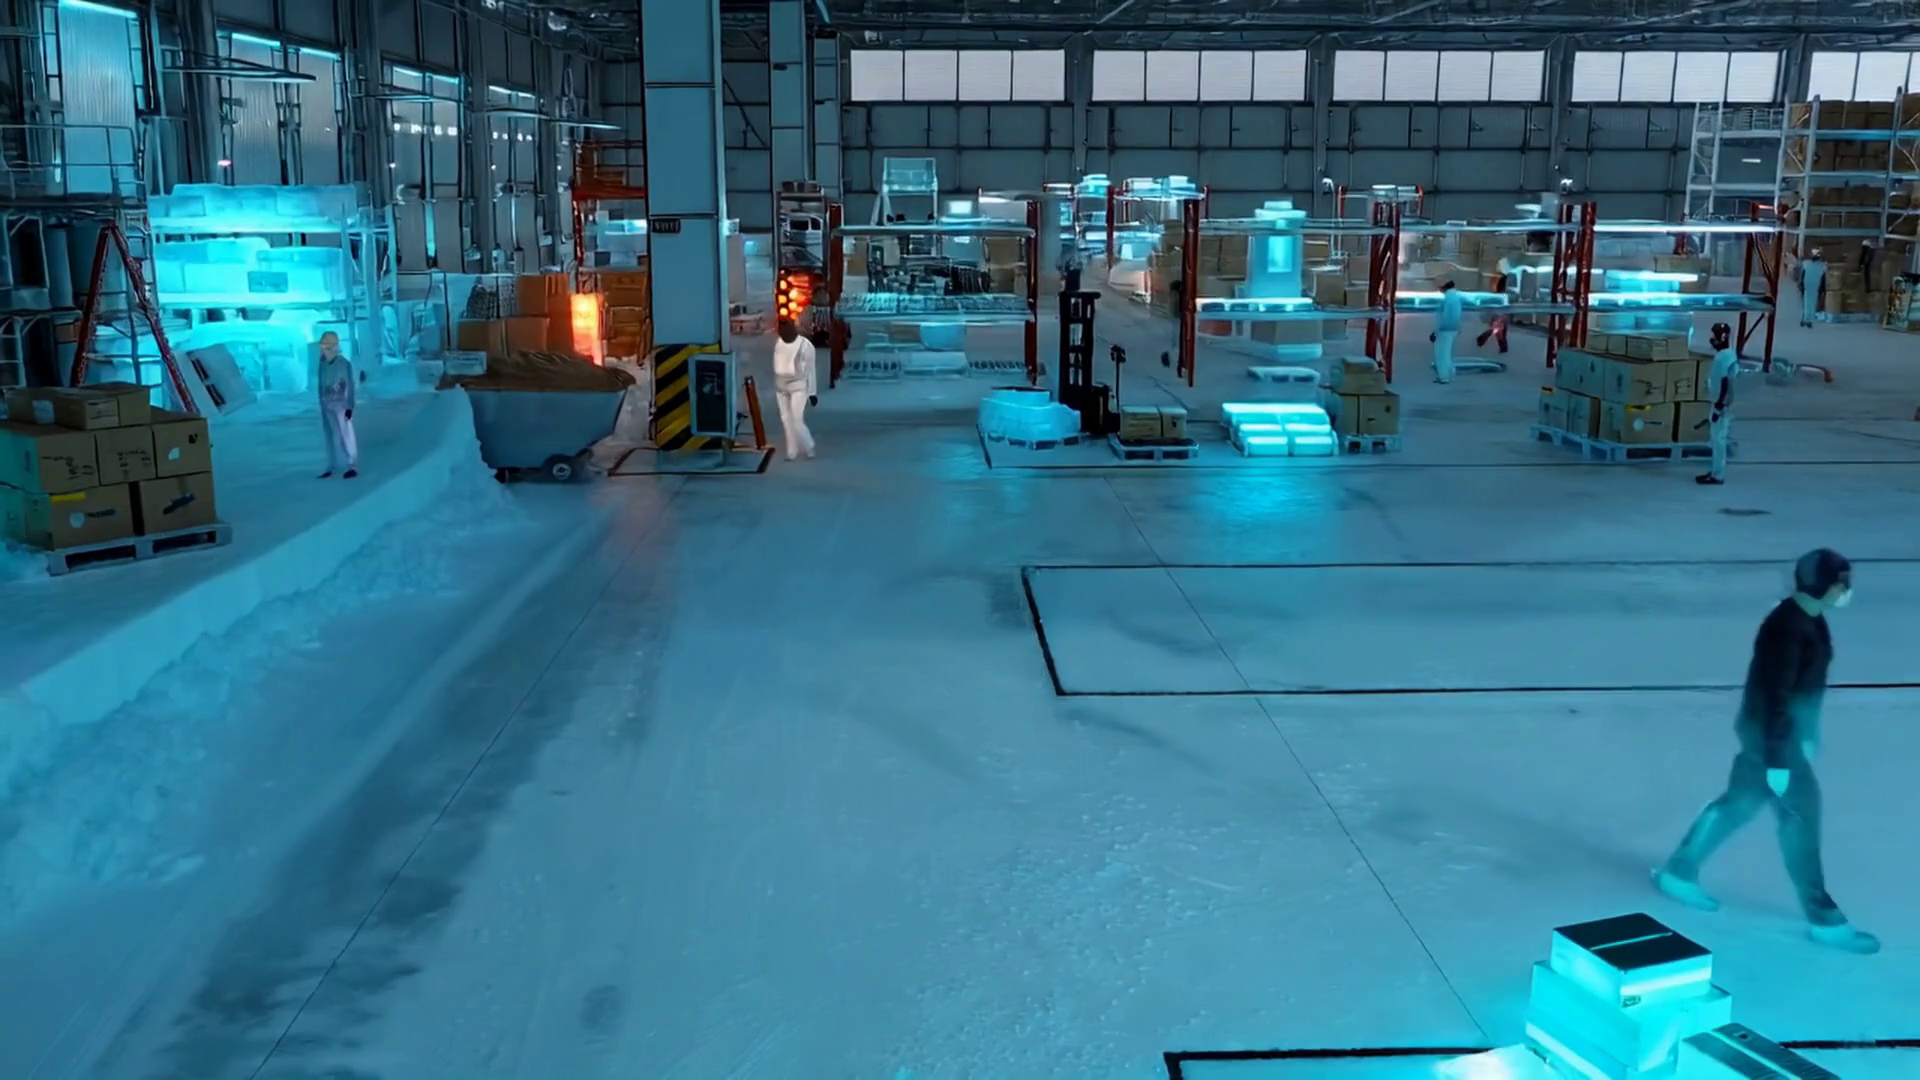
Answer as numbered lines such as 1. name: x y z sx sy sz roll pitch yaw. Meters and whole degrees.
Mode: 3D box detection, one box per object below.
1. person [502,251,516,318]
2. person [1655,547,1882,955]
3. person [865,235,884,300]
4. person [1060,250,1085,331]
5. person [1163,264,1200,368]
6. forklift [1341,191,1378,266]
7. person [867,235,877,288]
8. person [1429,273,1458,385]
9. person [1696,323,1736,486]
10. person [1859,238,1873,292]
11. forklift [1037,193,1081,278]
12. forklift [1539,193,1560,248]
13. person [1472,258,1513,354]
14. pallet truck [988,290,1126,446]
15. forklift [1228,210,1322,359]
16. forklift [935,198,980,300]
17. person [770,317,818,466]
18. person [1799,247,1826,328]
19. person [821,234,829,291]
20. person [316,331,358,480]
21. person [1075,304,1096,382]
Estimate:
1. person: -11.065 -6.253 40.804 0.313 1.634 0.515 -9 15 -35
2. person: 3.816 0.936 7.792 1.006 1.885 0.642 8 15 32
3. person: -2.335 -7.361 45.120 0.542 1.931 0.375 6 14 26
4. person: 2.548 -5.617 37.517 0.544 1.803 0.939 -1 13 -4
5. person: 4.022 -4.029 30.109 0.634 1.919 0.731 11 16 40
6. forklift: 15.495 -11.774 62.879 1.873 2.768 1.129 5 14 22
7. person: -2.716 -8.718 51.366 0.338 1.877 0.573 -2 13 -10
8. person: 8.204 -3.566 28.132 0.683 1.874 0.372 -11 16 -40
9. person: 8.676 -1.547 19.042 0.328 1.861 0.503 4 13 16
10. person: 26.667 -8.102 49.141 0.560 1.619 0.540 9 15 34
11. forklift: 3.069 -10.310 56.271 1.873 2.768 1.129 -7 14 -28
12. forklift: 20.357 -10.603 57.595 1.873 2.768 1.129 0 12 -2
13. person: 10.510 -4.581 32.667 0.802 1.895 0.597 0 12 -1
14. pallet truck: 1.257 -2.299 22.111 1.885 1.965 0.823 -9 15 -35
15. forklift: 6.157 -4.972 32.169 1.129 2.768 1.873 -4 13 -16
16. forklift: 0.062 -8.114 46.357 1.129 2.768 1.873 4 13 17
17. person: -2.038 -1.801 20.242 0.650 1.828 0.441 8 15 31
18. person: 19.603 -5.795 38.234 0.516 1.852 0.447 5 13 20
19. person: -3.529 -7.244 44.600 0.378 1.928 0.542 -6 14 -26
20. person: -7.298 -1.571 19.400 0.490 1.743 0.324 5 13 21
21. person: 1.801 -2.576 24.067 0.322 1.692 0.534 0 12 -2
